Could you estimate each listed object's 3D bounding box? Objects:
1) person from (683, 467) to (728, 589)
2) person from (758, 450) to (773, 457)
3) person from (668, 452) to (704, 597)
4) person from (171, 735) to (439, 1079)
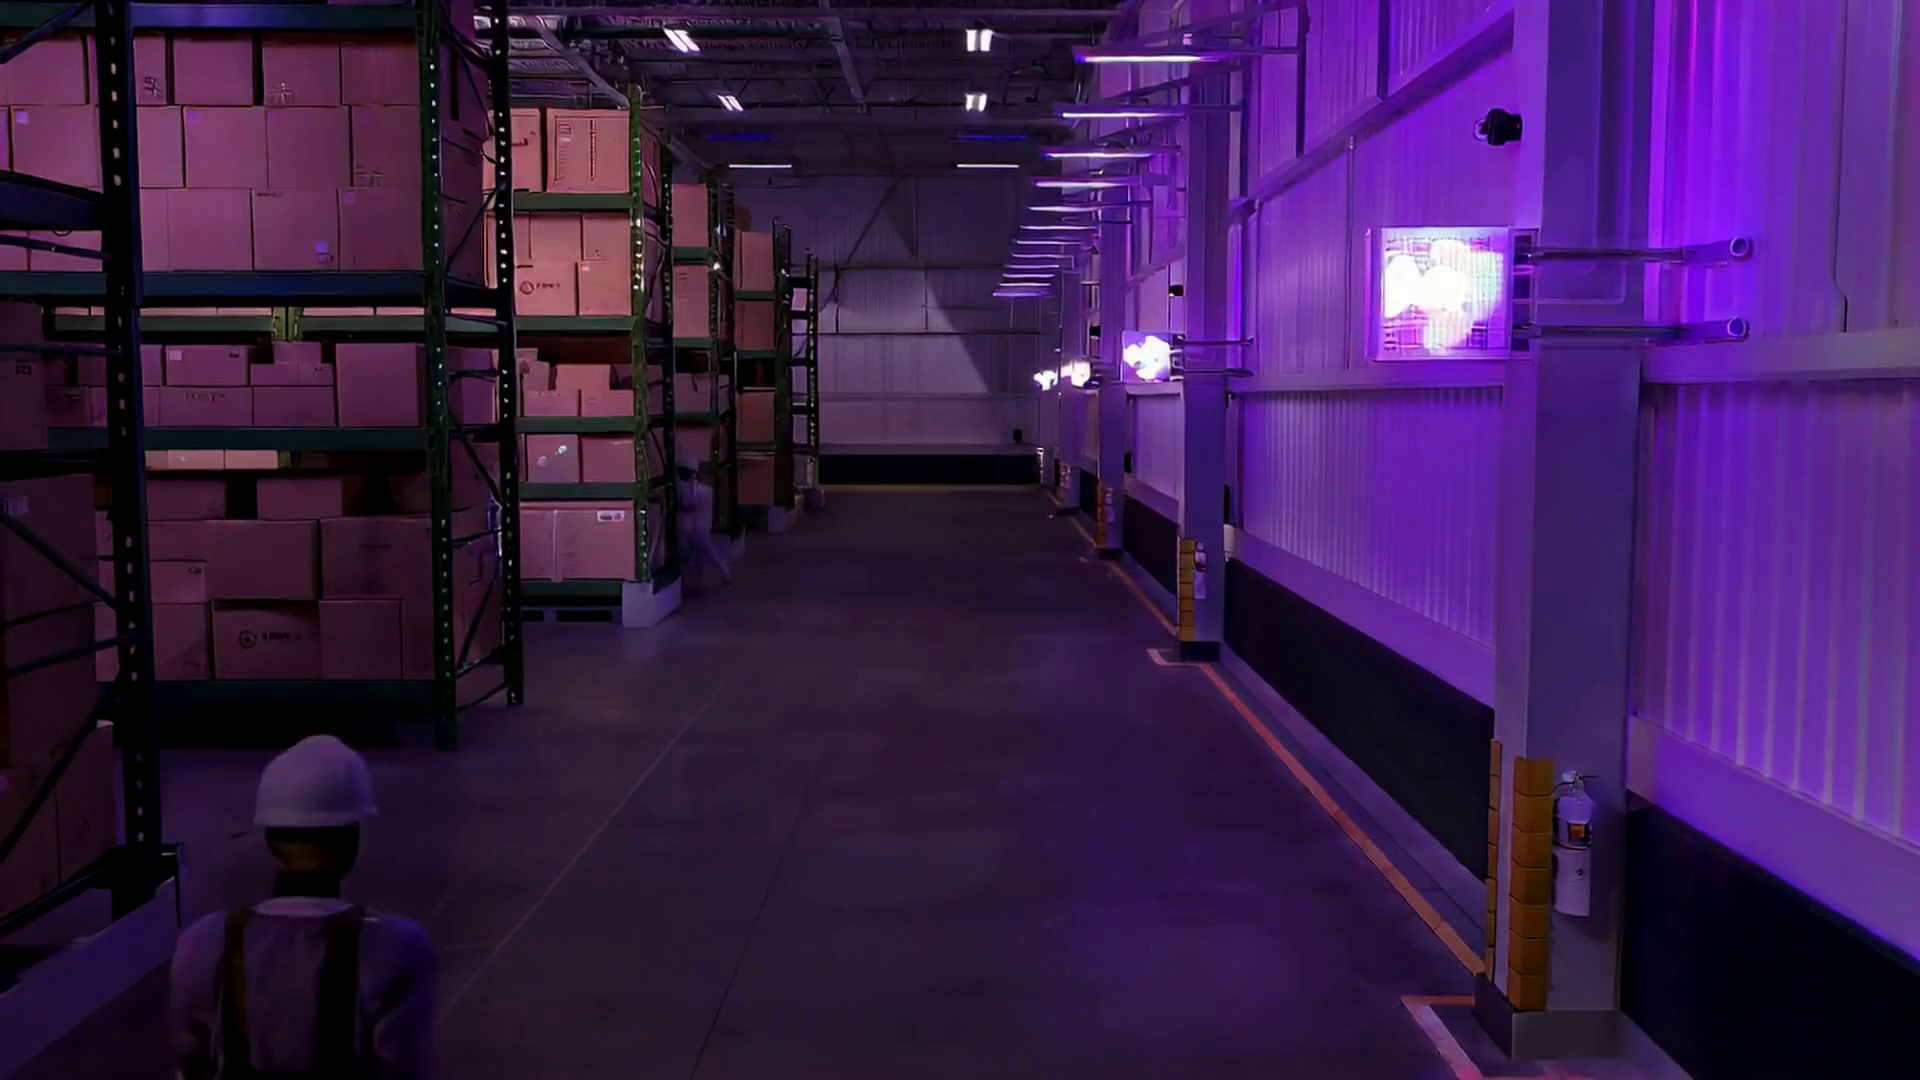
[{"bbox_3d":[-3.532,-0.174,22.692,0.836,1.711,0.584,4,6,37],"label":"person"},{"bbox_3d":[-4.314,-1.336,36.909,0.505,1.594,0.903,-3,6,-30],"label":"person"},{"bbox_3d":[-3.584,-0.196,21.734,0.528,1.913,0.578,3,6,34],"label":"person"},{"bbox_3d":[-1.372,1.363,3.591,0.565,1.909,0.759,0,5,-5],"label":"person"}]
